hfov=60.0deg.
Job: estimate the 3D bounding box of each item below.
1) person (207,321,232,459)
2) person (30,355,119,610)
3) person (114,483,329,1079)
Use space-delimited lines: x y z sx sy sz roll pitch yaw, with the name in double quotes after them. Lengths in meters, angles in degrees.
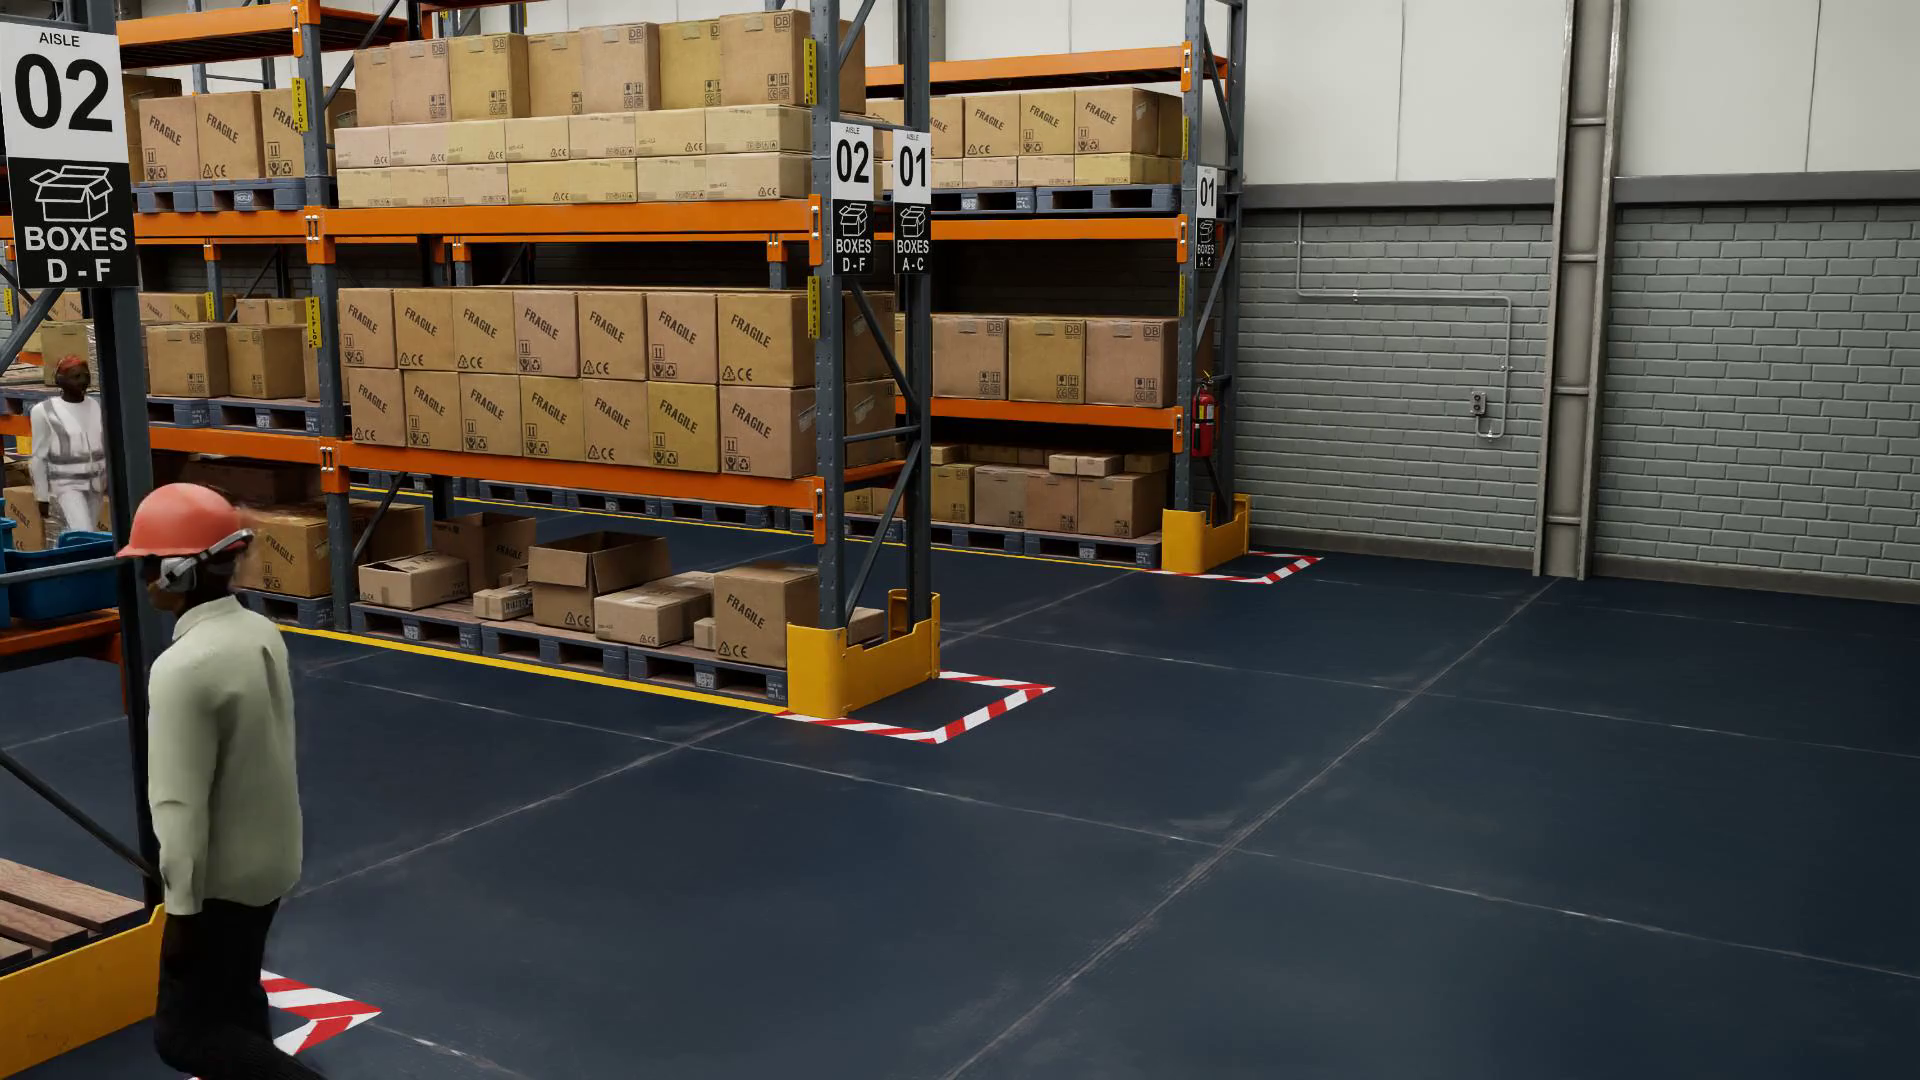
-7.727 -1.359 17.418 0.472 1.871 0.582 5 11 25 "person"
-6.022 -0.350 11.549 0.942 1.841 0.600 5 11 27 "person"
-1.824 0.831 4.270 0.570 1.972 0.632 -1 10 -4 "person"
